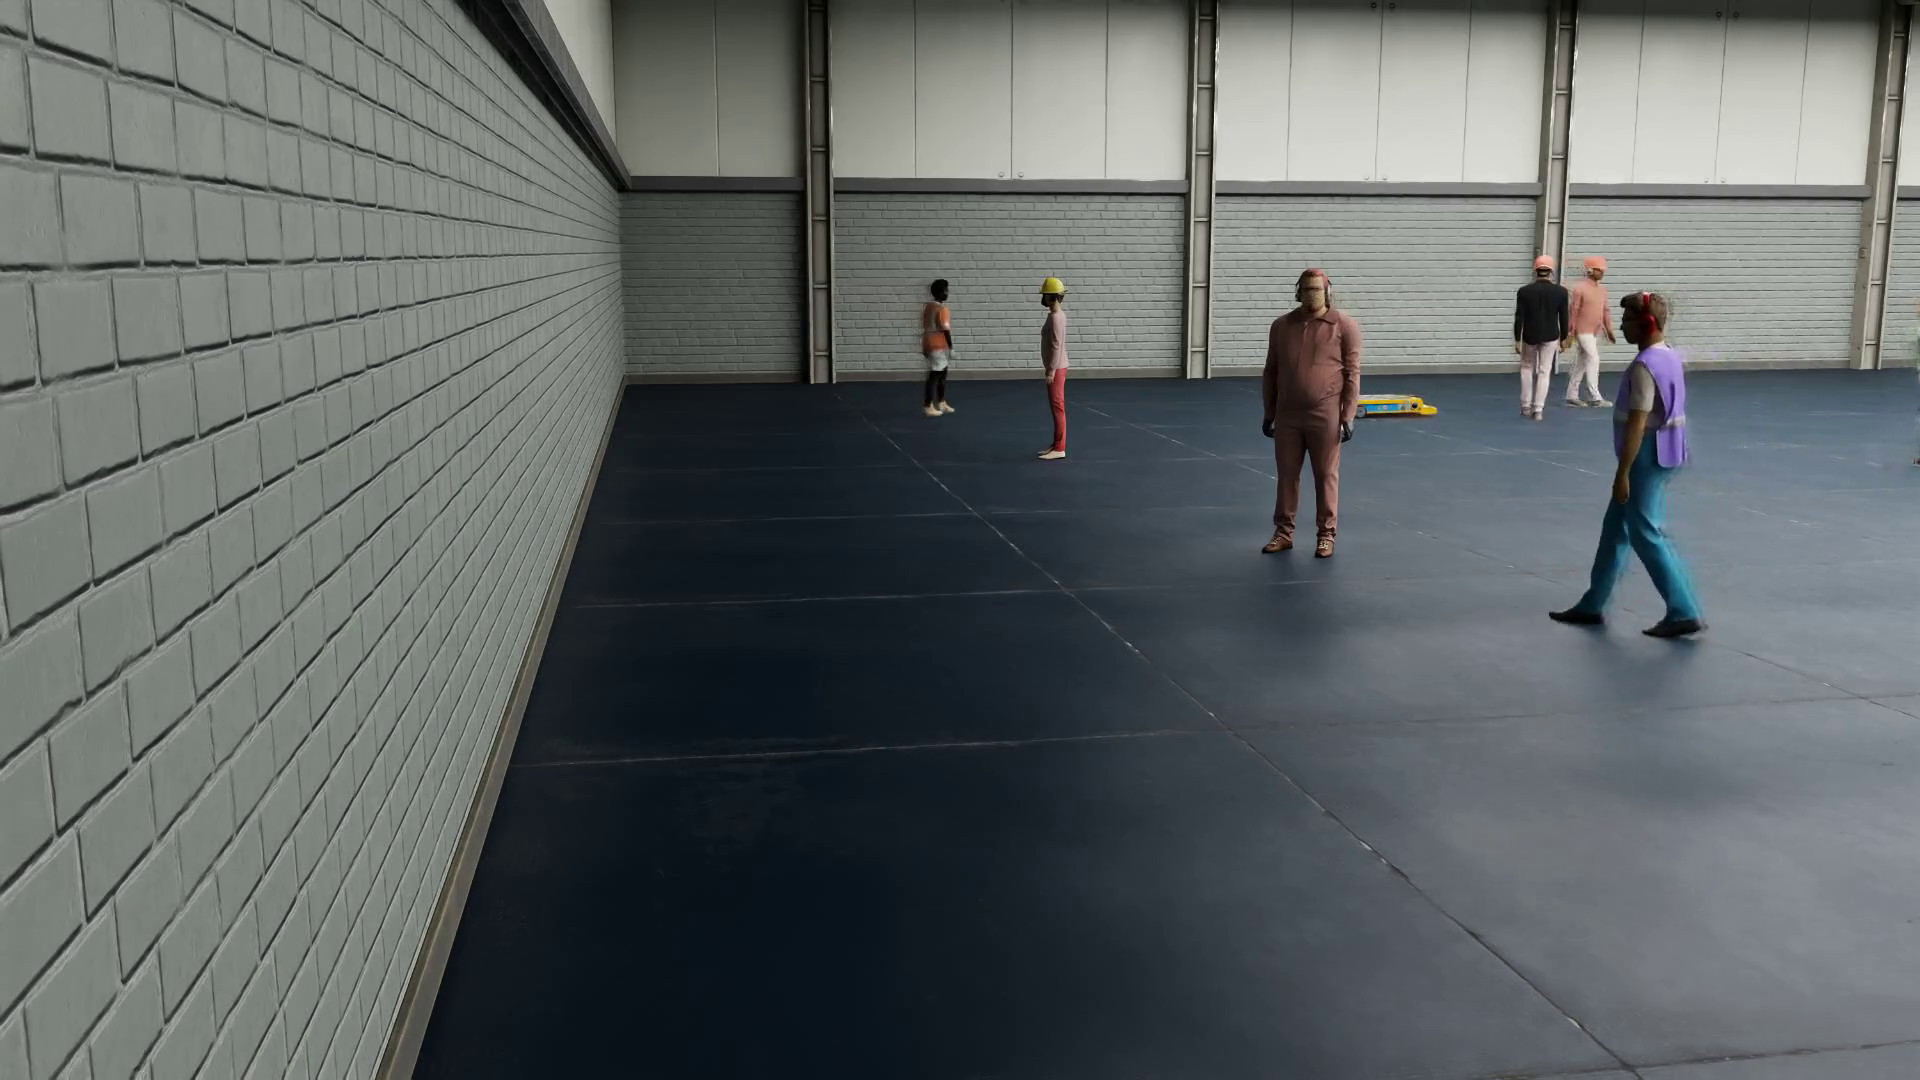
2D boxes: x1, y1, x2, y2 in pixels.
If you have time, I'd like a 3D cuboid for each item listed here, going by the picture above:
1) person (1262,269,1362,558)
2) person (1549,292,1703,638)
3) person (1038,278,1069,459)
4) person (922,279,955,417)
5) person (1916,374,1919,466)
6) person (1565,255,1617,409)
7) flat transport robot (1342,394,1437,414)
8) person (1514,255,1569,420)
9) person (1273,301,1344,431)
[{"bbox_3d":[2.309,-0.838,11.052,0.653,1.906,0.408,6,11,30],"label":"person"},{"bbox_3d":[3.577,-0.393,8.767,0.796,1.816,0.585,6,11,31],"label":"person"},{"bbox_3d":[0.905,-1.669,16.242,0.309,1.769,0.523,1,10,4],"label":"person"},{"bbox_3d":[-0.207,-2.353,20.409,0.615,1.673,0.563,-4,11,-23],"label":"person"},{"bbox_3d":[9.214,-1.489,15.635,0.374,1.619,0.503,-4,10,-20],"label":"person"},{"bbox_3d":[8.194,-2.659,21.376,0.617,1.958,0.882,-9,13,-41],"label":"person"},{"bbox_3d":[5.081,-1.669,20.540,1.431,0.197,0.652,-3,10,-15],"label":"flat transport robot"},{"bbox_3d":[7.049,-2.459,20.196,0.639,1.965,0.754,3,10,15],"label":"person"},{"bbox_3d":[3.971,-1.984,18.544,0.857,1.593,0.522,-3,10,-19],"label":"person"}]
